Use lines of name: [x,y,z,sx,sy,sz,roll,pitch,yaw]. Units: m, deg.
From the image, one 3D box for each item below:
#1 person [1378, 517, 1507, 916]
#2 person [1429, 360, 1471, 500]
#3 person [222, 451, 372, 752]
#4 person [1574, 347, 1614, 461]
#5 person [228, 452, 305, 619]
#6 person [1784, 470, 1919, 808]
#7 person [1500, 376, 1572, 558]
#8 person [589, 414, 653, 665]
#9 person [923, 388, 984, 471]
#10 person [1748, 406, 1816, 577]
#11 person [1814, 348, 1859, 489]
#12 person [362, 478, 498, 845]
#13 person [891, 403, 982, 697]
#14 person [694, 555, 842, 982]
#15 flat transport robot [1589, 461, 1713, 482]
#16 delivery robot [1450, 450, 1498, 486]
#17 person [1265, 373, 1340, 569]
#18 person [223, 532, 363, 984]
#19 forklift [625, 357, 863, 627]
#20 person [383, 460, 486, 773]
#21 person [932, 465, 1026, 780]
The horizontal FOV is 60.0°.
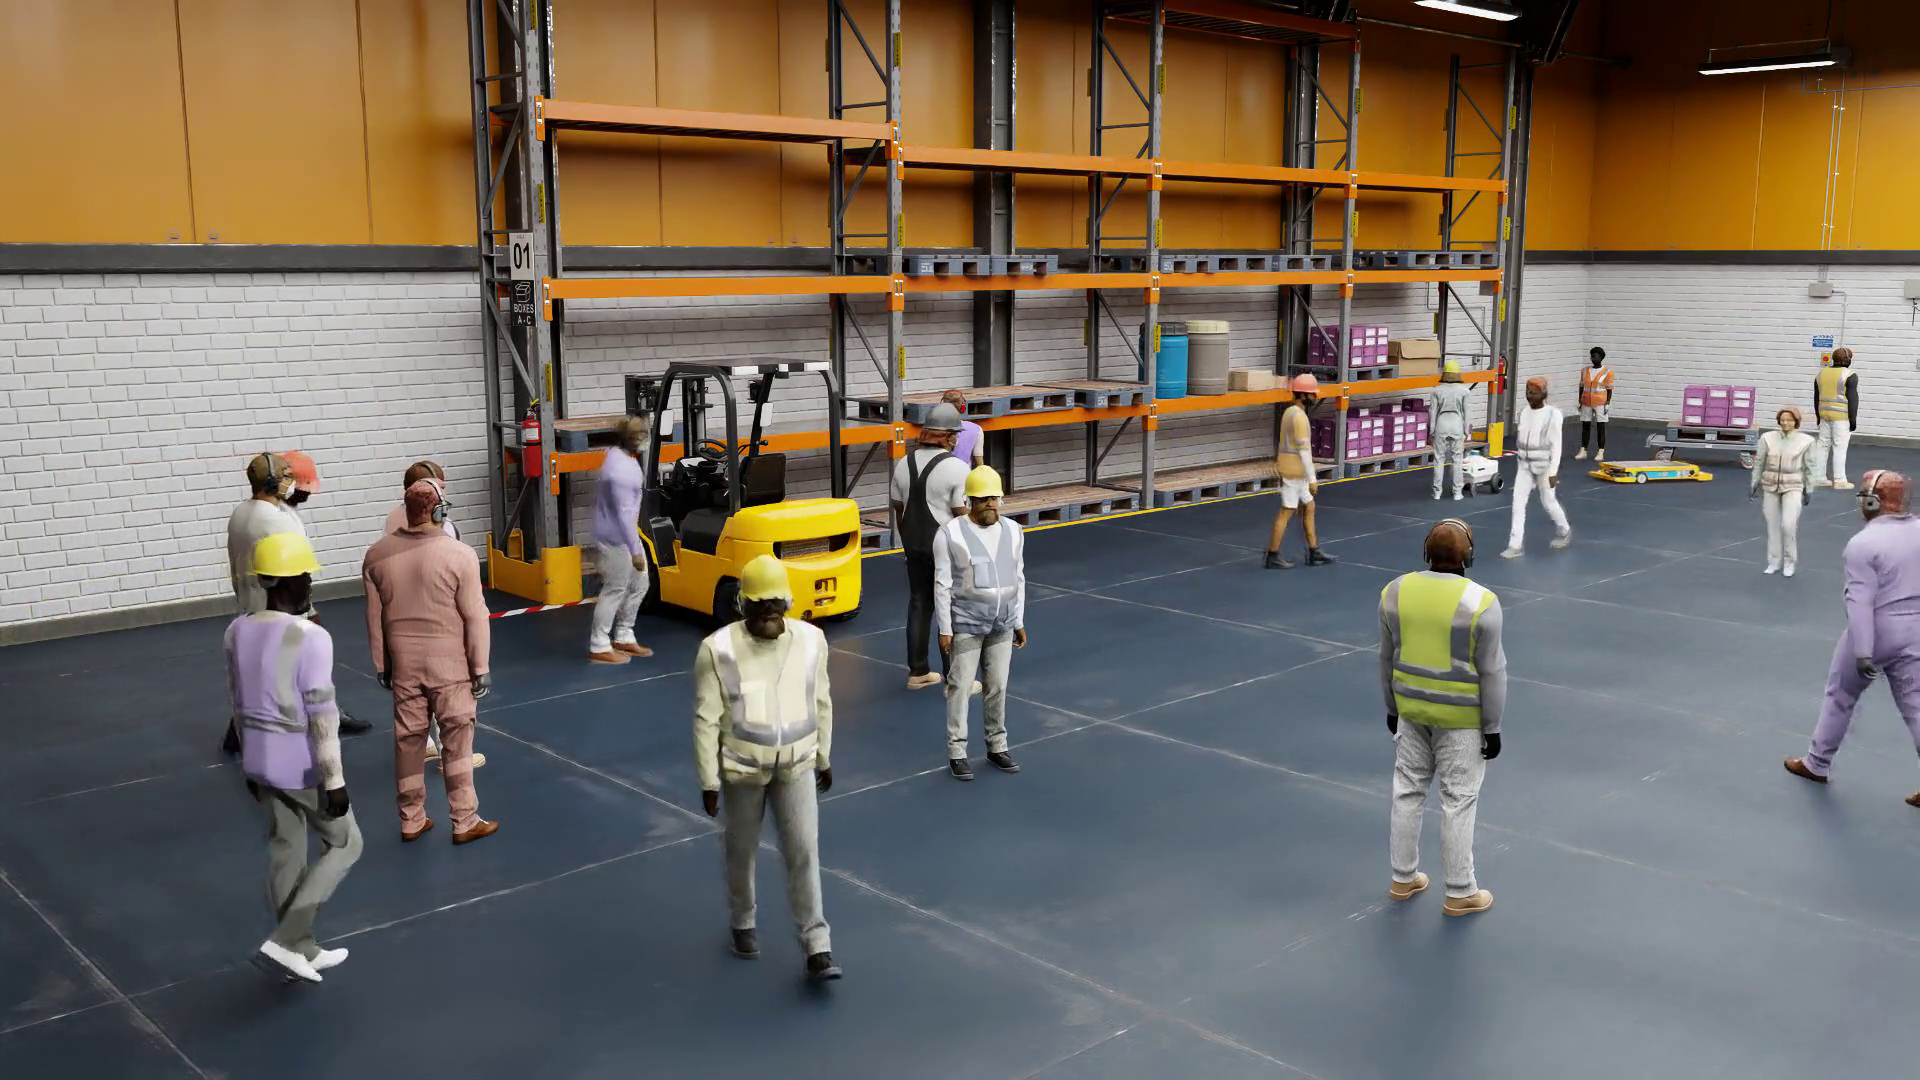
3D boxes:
person: [2.243,0.810,7.711,0.429,1.847,0.628,-9,13,-43]
person: [6.114,-1.373,20.786,0.492,1.742,0.319,3,10,16]
person: [-4.159,0.372,10.224,0.825,1.868,0.556,-2,10,-14]
person: [9.427,-2.020,24.712,0.318,1.697,0.535,-9,13,-43]
person: [-3.897,0.464,9.461,0.638,1.938,0.357,9,13,41]
person: [5.172,0.542,9.276,0.644,1.861,0.988,-3,10,-16]
person: [5.912,-0.752,16.897,0.968,1.846,0.582,-7,12,-34]
person: [-2.518,0.012,12.247,0.561,1.890,0.657,-1,10,-7]
person: [-0.058,-0.434,14.978,0.569,1.849,0.384,1,10,5]
person: [7.782,-0.456,15.775,0.464,1.626,0.530,-9,13,-43]
person: [11.496,-1.594,21.795,0.430,1.845,0.619,-4,10,-20]
person: [-2.715,0.627,8.601,0.654,1.906,0.407,2,10,12]
person: [-0.112,0.054,11.562,0.688,2.000,0.536,9,13,42]
person: [-0.786,0.963,6.972,0.621,1.792,0.829,-4,10,-21]
flat transport robot: [9.353,-0.934,22.522,1.431,0.197,0.652,-2,10,-10]
delivery robot: [6.560,-0.899,21.215,0.707,0.478,0.477,-9,13,-43]
person: [3.361,-0.650,16.087,0.876,1.900,0.567,0,10,2]
person: [-2.749,0.915,6.874,0.605,1.916,0.421,5,11,29]
forklift: [-1.847,-0.414,13.852,1.214,2.155,2.313,-9,13,-42]
person: [-3.110,0.449,9.824,0.625,1.847,0.429,8,12,38]
person: [0.131,0.474,9.710,0.590,1.833,0.404,-5,11,-27]
